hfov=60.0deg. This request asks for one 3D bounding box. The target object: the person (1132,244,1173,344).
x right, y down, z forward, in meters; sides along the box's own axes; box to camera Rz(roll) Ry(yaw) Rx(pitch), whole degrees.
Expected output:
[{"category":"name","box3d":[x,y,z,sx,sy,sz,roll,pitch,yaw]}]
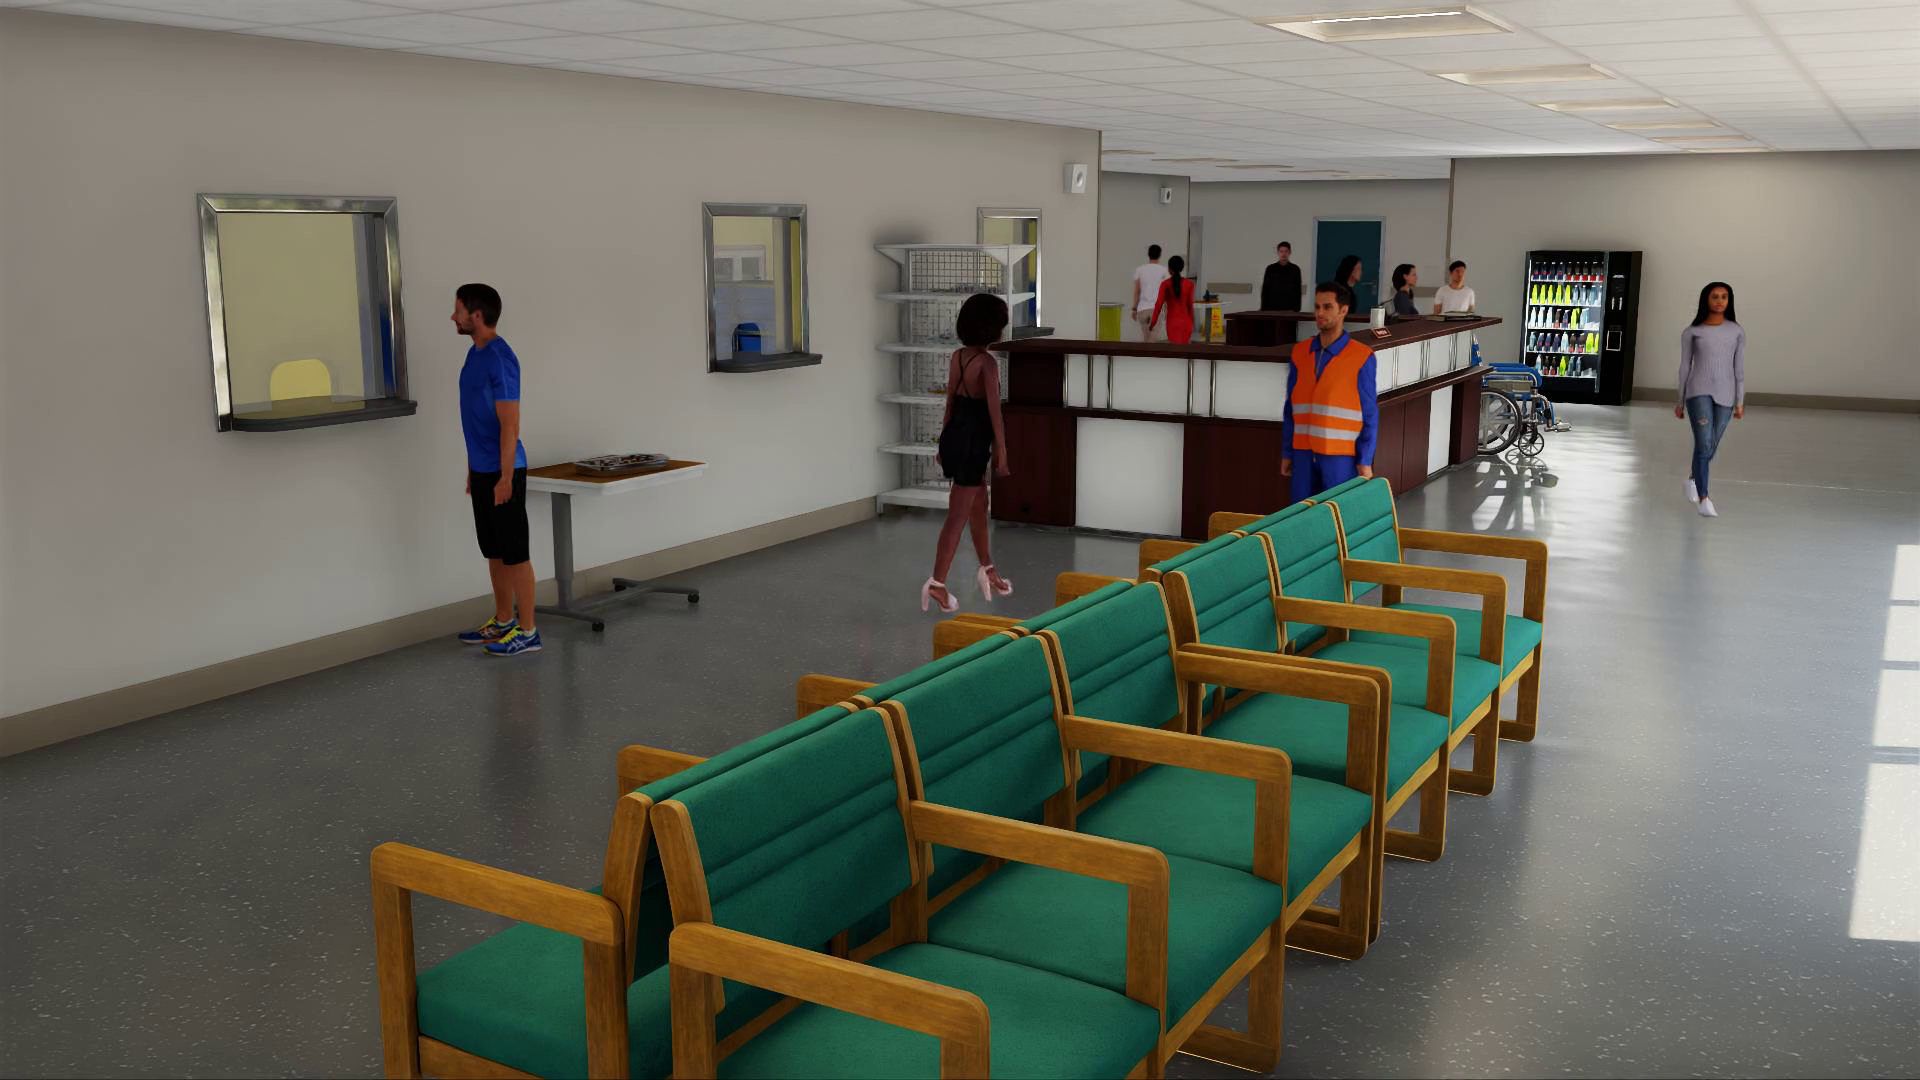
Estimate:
[{"category":"person","box3d":[2.649,-3.153,23.187,1.143,1.845,0.897,3,11,16]}]

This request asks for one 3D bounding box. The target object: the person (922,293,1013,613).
[{"category":"person","box3d":[-0.032,-0.448,9.182,0.868,1.751,0.895,-7,13,-31]}]

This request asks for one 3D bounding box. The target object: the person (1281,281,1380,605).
[{"category":"person","box3d":[1.943,-0.436,8.817,0.577,1.863,0.766,8,13,36]}]

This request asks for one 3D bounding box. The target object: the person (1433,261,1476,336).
[{"category":"person","box3d":[5.872,-2.484,19.937,0.746,1.711,0.827,0,11,-2]}]

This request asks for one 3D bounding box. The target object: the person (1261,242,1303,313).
[{"category":"person","box3d":[4.366,-3.078,22.682,1.233,1.886,1.048,2,11,11]}]

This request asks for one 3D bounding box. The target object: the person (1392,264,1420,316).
[{"category":"person","box3d":[4.392,-1.891,16.774,1.017,1.755,0.783,2,11,12]}]

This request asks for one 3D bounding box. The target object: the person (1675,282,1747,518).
[{"category":"person","box3d":[5.594,-1.046,12.464,1.167,1.703,0.982,1,11,7]}]

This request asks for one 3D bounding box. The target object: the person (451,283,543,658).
[{"category":"person","box3d":[-2.336,-0.357,8.397,0.750,1.865,0.631,-8,13,-36]}]

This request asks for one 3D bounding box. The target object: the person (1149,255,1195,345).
[{"category":"person","box3d":[2.707,-2.537,20.229,1.030,1.736,1.244,-7,13,-32]}]

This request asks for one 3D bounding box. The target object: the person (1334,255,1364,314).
[{"category":"person","box3d":[4.008,-2.103,17.712,1.018,1.810,0.660,6,12,30]}]
